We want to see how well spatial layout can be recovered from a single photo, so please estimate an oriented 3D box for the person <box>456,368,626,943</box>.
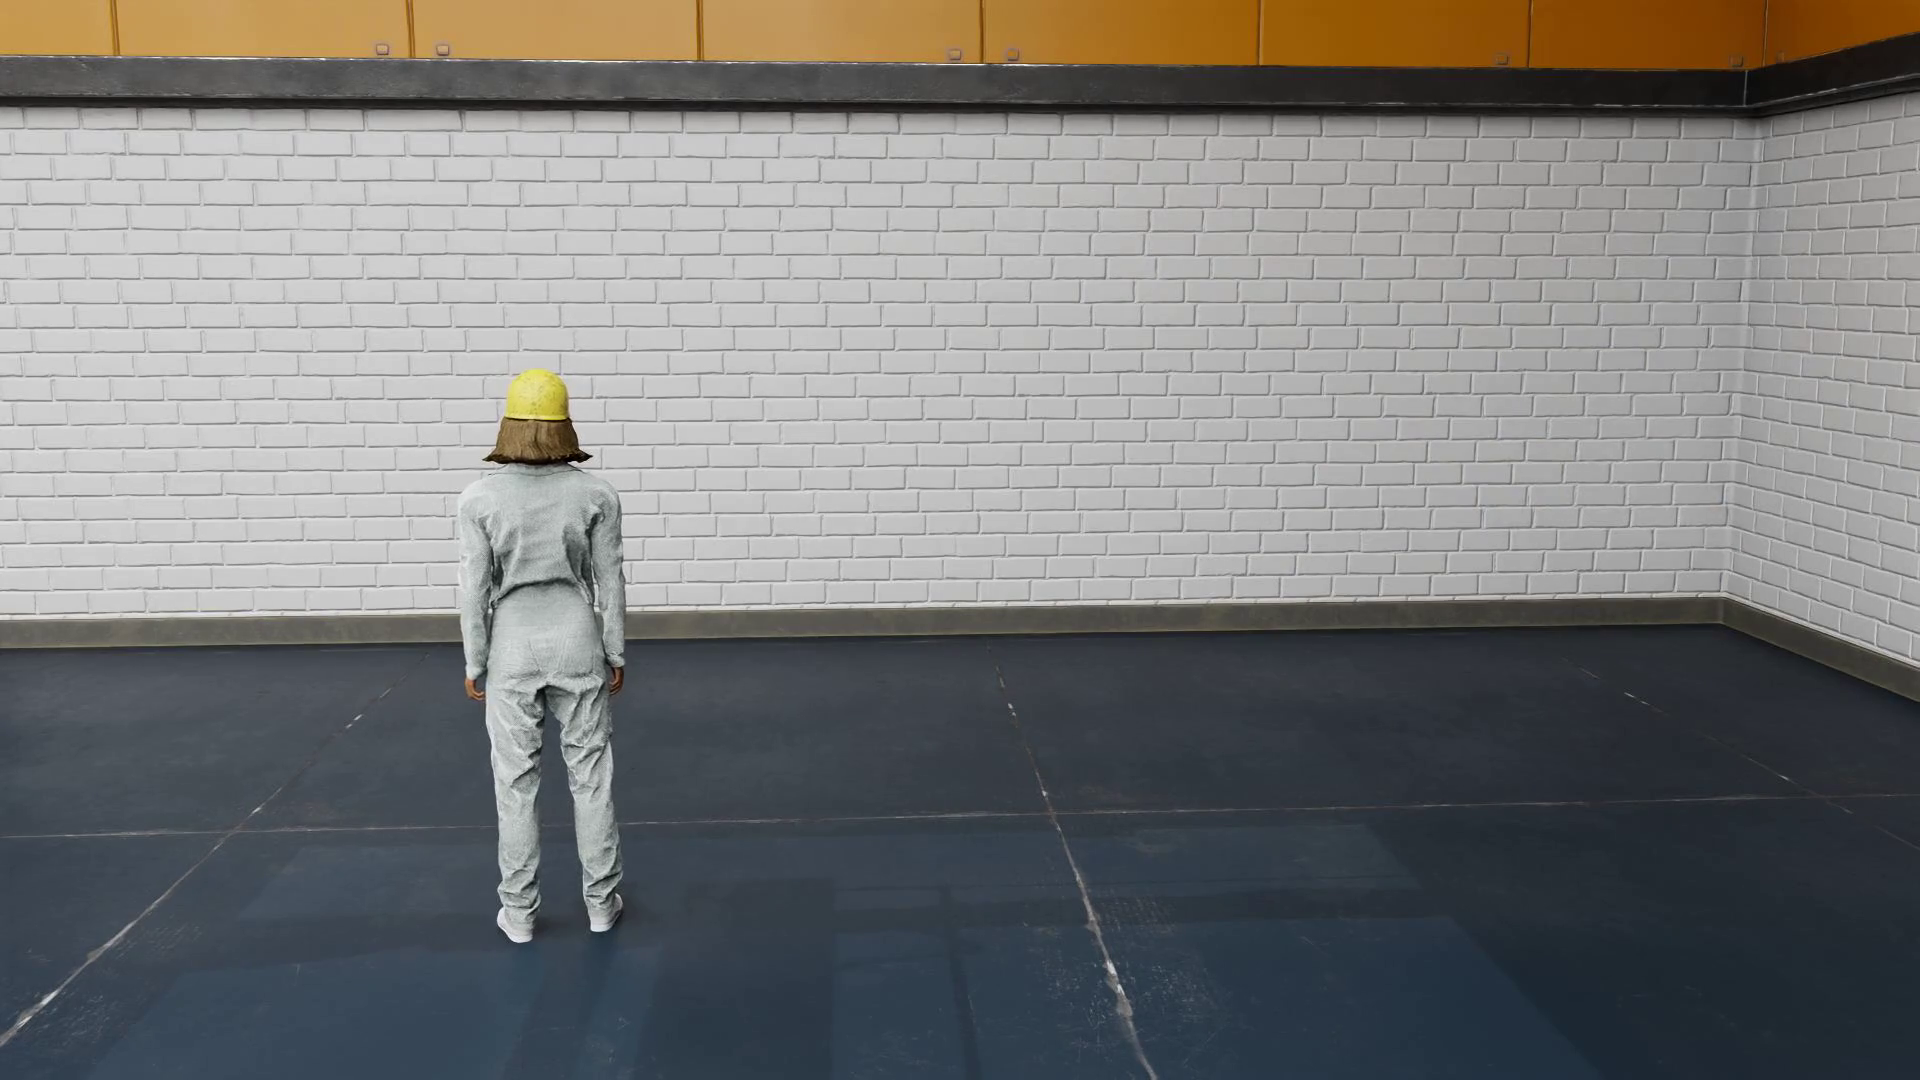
[{"bbox_3d":[-1.267,0.352,5.082,0.494,1.743,0.305,-3,9,-18],"label":"person"}]
